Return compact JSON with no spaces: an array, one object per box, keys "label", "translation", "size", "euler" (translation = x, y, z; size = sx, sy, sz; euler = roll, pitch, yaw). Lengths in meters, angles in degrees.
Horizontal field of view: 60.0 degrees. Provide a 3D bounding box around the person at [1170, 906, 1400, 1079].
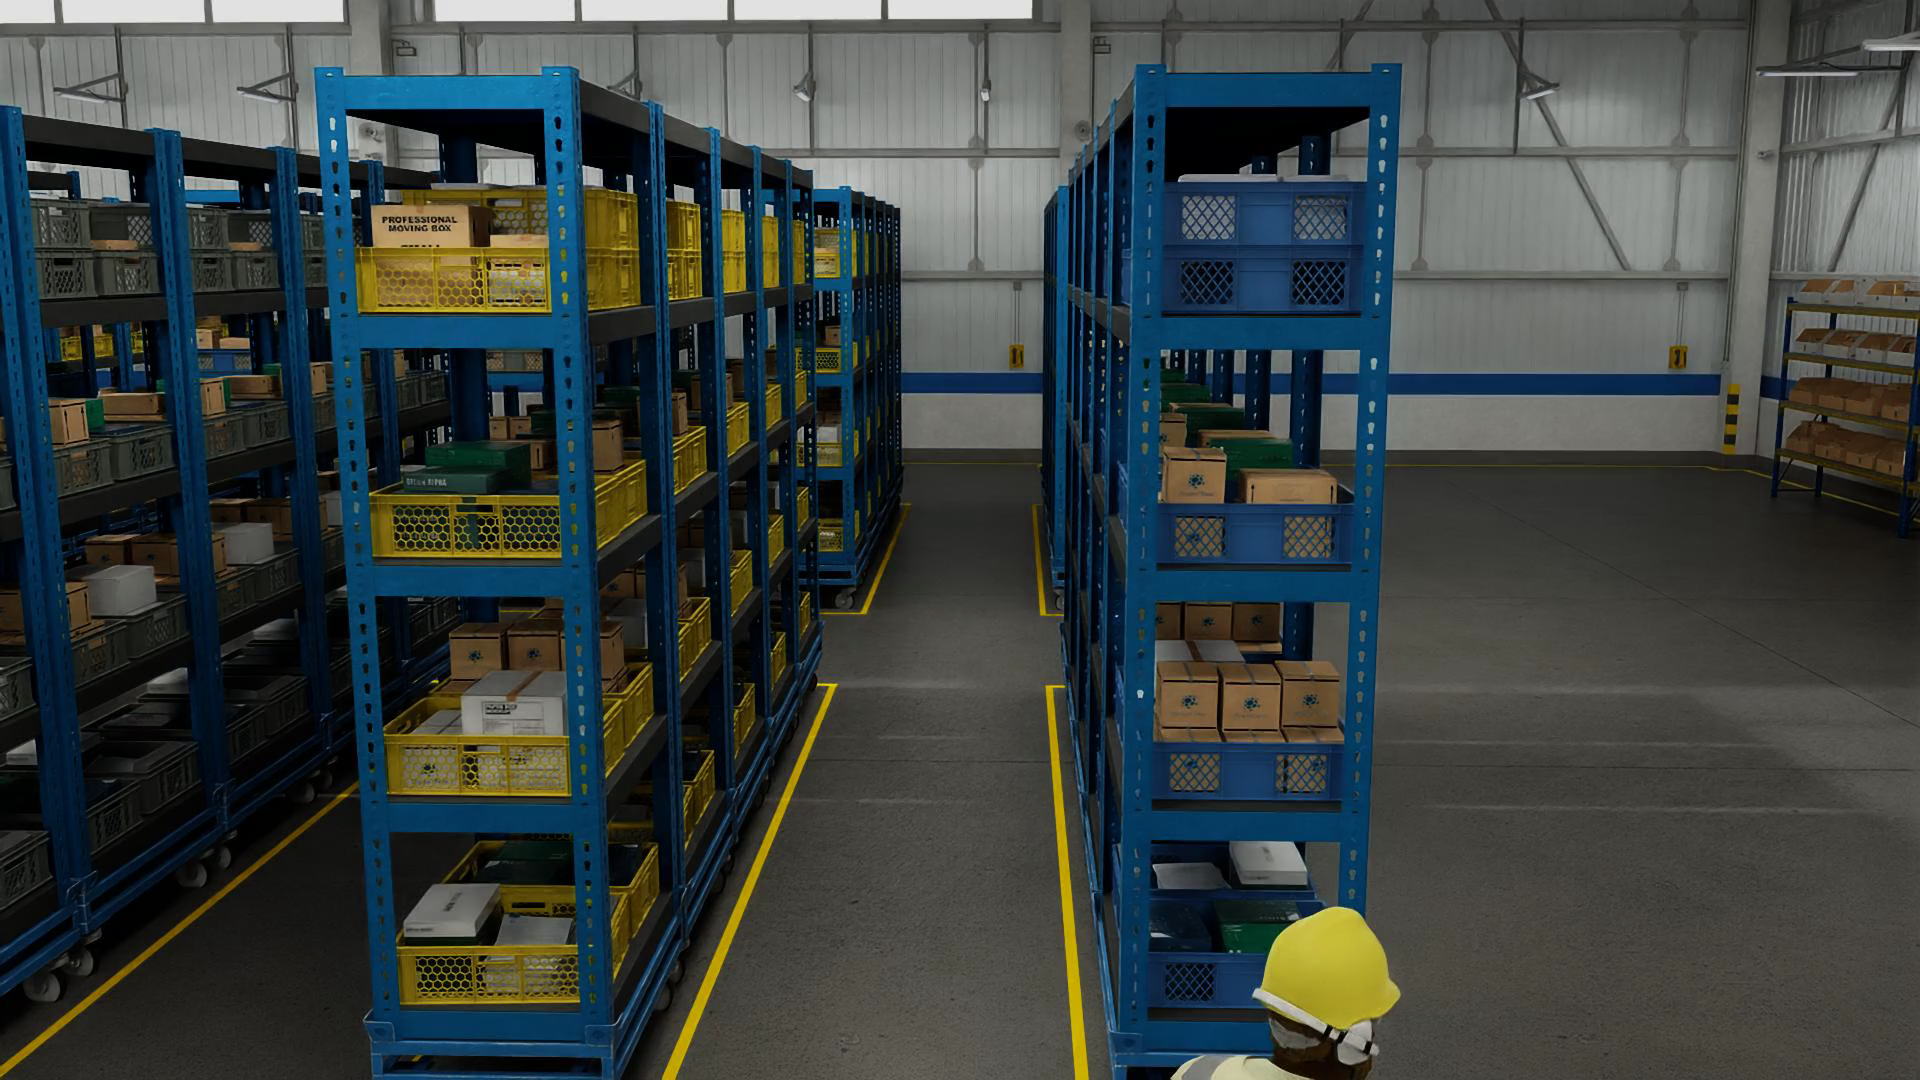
[{"label":"person","translation":[0.663,1.588,3.192],"size":[0.601,1.830,0.404],"euler":[9,13,41]}]
